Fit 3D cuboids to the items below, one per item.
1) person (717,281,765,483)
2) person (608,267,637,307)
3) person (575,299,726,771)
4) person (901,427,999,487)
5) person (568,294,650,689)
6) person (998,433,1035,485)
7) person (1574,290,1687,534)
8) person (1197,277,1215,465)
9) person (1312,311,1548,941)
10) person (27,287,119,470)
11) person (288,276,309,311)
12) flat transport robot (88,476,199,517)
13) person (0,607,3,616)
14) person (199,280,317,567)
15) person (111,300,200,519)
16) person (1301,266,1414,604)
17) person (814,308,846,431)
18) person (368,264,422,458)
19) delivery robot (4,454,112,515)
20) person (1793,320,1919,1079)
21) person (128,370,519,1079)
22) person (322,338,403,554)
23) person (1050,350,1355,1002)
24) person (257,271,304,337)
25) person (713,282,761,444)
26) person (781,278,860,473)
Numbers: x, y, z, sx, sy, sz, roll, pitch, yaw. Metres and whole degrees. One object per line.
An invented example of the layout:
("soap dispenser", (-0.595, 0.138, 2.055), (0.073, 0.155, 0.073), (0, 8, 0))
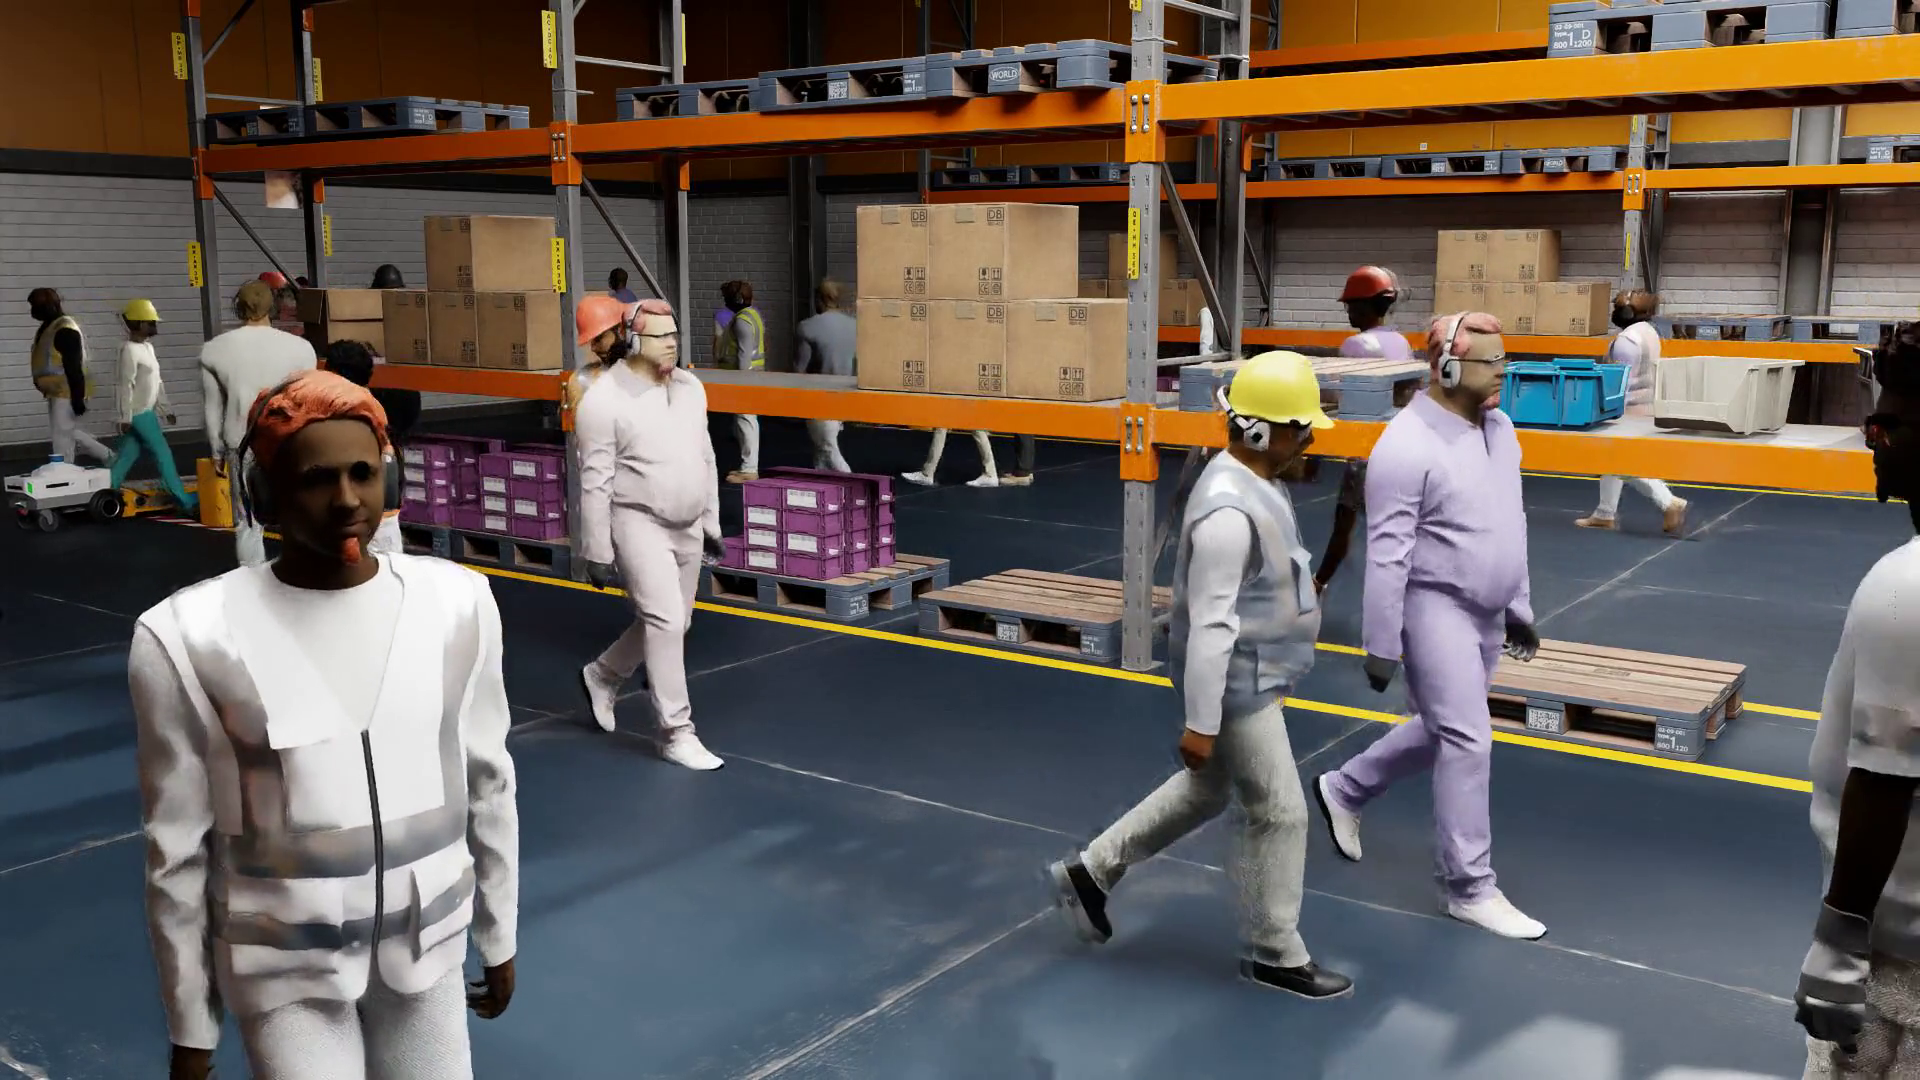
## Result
("person", (-2.004, -1.444, 15.229), (0.429, 1.842, 0.635), (0, 10, -1))
("person", (-4.250, -2.443, 20.895), (0.372, 1.940, 0.630), (2, 10, 10))
("person", (-1.286, -0.040, 6.766), (0.836, 1.881, 0.642), (6, 11, 31))
("person", (-0.093, -1.373, 14.884), (0.953, 1.806, 0.513), (2, 10, 12))
("person", (-1.590, -0.263, 8.138), (0.599, 1.876, 0.860), (-2, 10, -11))
("person", (0.528, -1.411, 15.027), (0.346, 1.846, 0.506), (2, 10, 14))
("person", (4.993, -0.930, 12.268), (0.773, 1.822, 0.632), (7, 12, 37))
("person", (2.566, -1.687, 16.554), (0.352, 1.881, 0.576), (8, 12, 40))
("person", (1.459, 0.230, 5.168), (0.839, 1.881, 0.654), (9, 13, 44))
("person", (-7.595, -1.264, 14.270), (0.699, 1.811, 0.639), (-9, 13, -42))
("person", (-6.363, -1.621, 16.200), (0.328, 1.872, 0.513), (8, 12, 40))
("flat transport robot", (-6.355, -0.384, 13.584), (0.652, 0.197, 1.431), (9, 13, 42))
("person", (-5.674, -0.386, 9.265), (0.548, 1.729, 0.851), (-8, 12, -40))
("person", (-3.940, -0.515, 9.500), (0.653, 1.910, 0.844), (-2, 10, -10))
("person", (-6.327, -0.997, 12.940), (0.906, 1.719, 0.542), (-2, 10, -13))
("person", (2.197, -0.500, 9.176), (1.038, 1.989, 0.635), (8, 12, 38))
("person", (-1.632, -2.186, 20.017), (0.512, 1.701, 0.849), (-7, 12, -37))
("person", (-5.374, -1.611, 15.636), (0.630, 2.000, 0.722), (4, 10, 21))
("delivery robot", (-6.837, -0.410, 12.618), (0.477, 0.478, 0.707), (5, 11, 27))
("person", (1.667, 0.600, 2.732), (0.617, 1.951, 0.691), (-9, 13, -41))
("person", (-1.006, 0.654, 2.687), (0.583, 1.863, 0.752), (-8, 12, -39))
("person", (-2.800, -0.145, 8.042), (0.851, 1.656, 0.536), (-2, 10, -11))
("person", (0.668, 0.370, 4.590), (0.830, 1.794, 0.628), (2, 10, 13))
("person", (-5.850, -1.424, 14.855), (0.932, 1.952, 0.634), (-1, 10, -8))
("person", (-2.418, -1.936, 18.302), (0.578, 1.806, 0.901), (-7, 12, -36))
("person", (-0.986, -1.054, 12.766), (0.988, 1.903, 0.641), (9, 13, 43))
